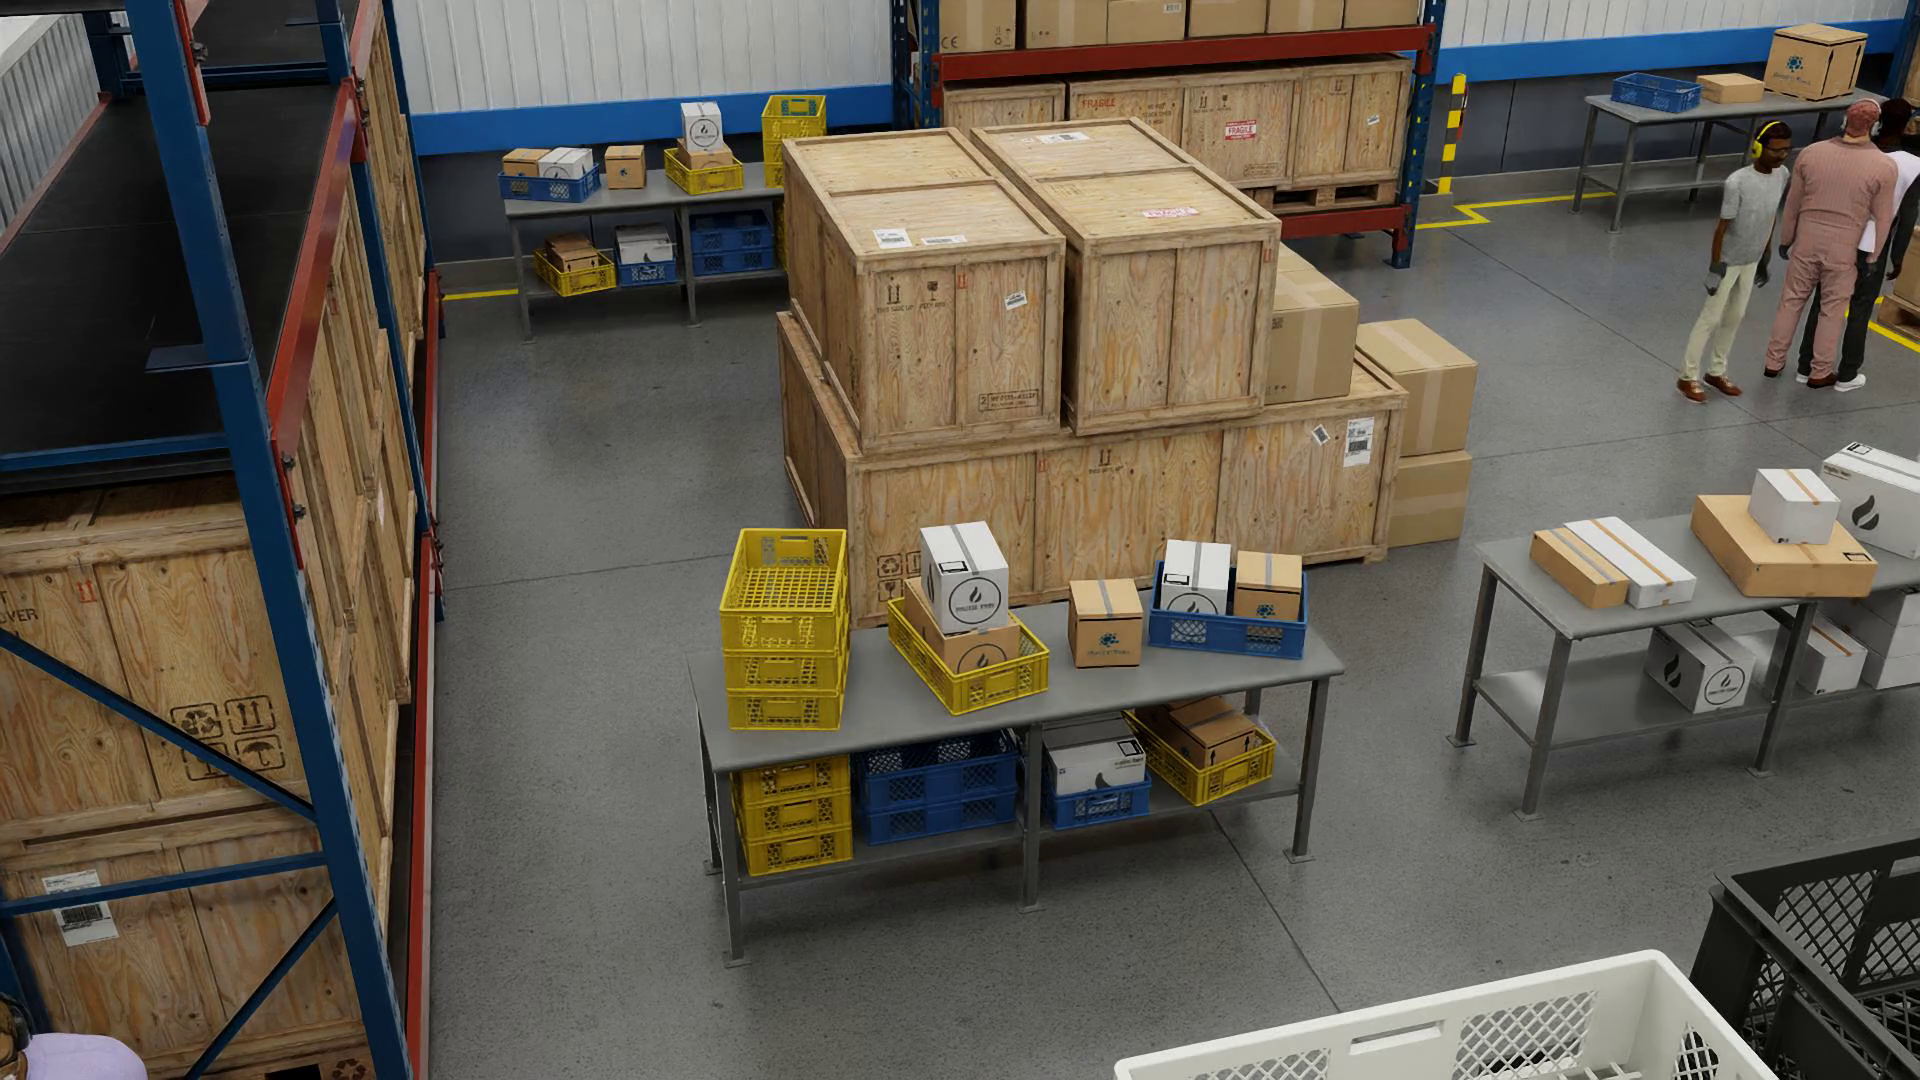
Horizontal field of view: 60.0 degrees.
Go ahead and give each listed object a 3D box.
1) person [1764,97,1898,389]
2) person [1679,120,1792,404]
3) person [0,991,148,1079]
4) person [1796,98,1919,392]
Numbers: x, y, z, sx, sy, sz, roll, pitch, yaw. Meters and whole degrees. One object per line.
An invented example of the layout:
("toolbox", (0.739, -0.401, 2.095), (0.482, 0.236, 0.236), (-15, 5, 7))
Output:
("person", (5.731, -1.945, 10.937), (0.652, 1.905, 0.408), (25, 38, 38))
("person", (5.015, -1.781, 10.696), (0.516, 1.858, 0.330), (-12, 31, -21))
("person", (-2.214, 1.813, 4.093), (0.625, 1.933, 0.374), (-17, 33, -27))
("person", (5.864, -1.914, 10.867), (0.587, 1.920, 0.393), (24, 37, 36))
